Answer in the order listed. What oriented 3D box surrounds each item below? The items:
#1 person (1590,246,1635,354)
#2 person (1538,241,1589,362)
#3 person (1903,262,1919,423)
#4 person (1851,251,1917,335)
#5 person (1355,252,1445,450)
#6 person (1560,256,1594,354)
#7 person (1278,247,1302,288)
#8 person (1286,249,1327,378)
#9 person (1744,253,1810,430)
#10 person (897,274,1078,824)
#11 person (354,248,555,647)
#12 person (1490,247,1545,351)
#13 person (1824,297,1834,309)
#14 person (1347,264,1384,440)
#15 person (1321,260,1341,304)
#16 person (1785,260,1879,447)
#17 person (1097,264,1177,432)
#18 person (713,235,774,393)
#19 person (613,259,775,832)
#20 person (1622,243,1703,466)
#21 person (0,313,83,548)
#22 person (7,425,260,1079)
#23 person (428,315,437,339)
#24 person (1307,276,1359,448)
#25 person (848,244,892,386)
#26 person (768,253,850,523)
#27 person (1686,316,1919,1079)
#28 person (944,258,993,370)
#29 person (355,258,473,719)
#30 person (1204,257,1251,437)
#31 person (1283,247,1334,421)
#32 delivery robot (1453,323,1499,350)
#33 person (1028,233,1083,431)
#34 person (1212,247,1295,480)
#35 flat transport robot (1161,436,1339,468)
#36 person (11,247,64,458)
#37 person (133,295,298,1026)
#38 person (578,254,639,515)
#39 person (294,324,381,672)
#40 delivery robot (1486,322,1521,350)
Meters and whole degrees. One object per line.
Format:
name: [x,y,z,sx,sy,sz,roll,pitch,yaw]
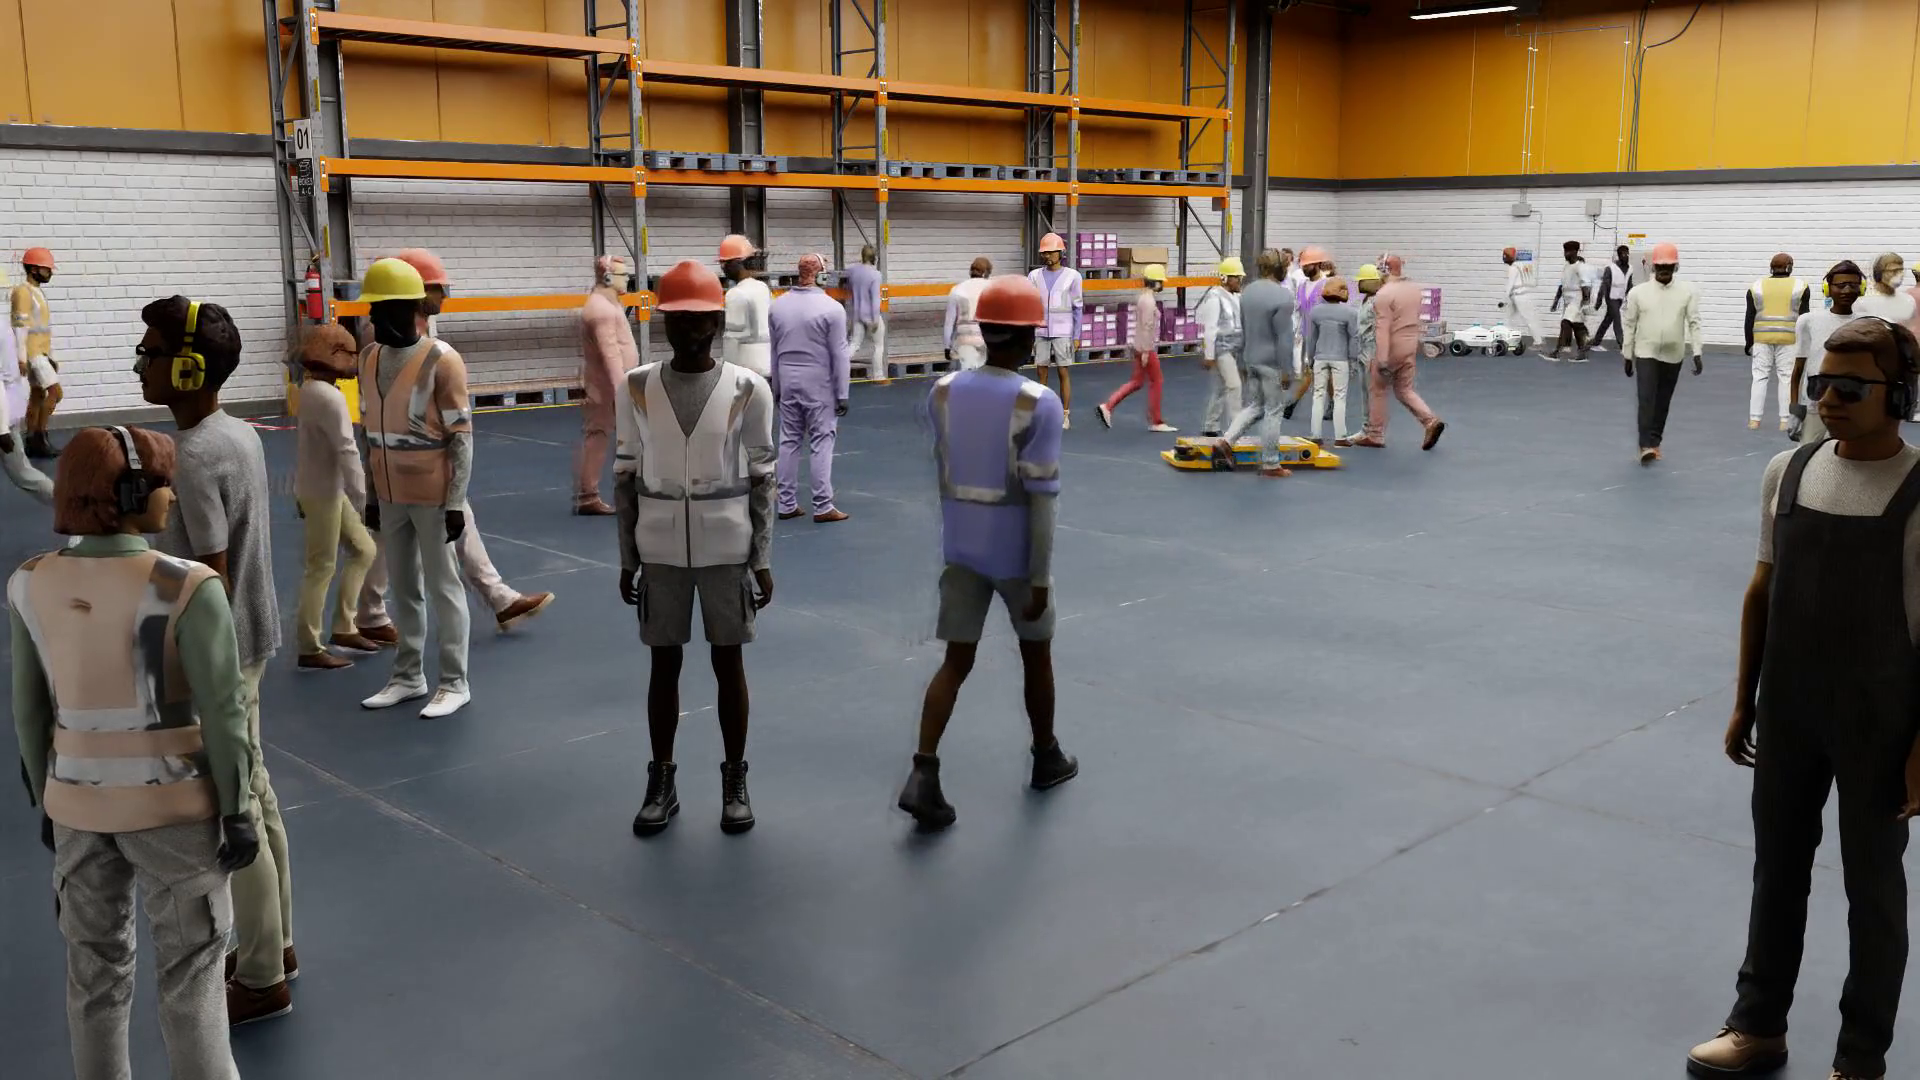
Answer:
person: [11.305,-4.133,28.652,0.670,1.844,1.045,-6,12,-29]
person: [9.613,-3.781,26.447,0.950,1.924,0.611,-1,10,-3]
person: [10.406,-2.160,18.073,0.319,1.767,0.534,-2,11,-10]
person: [7.041,-1.277,12.881,0.637,1.914,0.891,-3,11,-16]
person: [4.158,-1.771,15.694,0.662,1.868,0.803,-8,13,-36]
person: [10.517,-3.994,28.316,0.554,1.669,0.560,-3,11,-15]
person: [5.240,-3.797,26.839,0.558,1.823,0.594,2,11,10]
person: [4.826,-3.144,23.236,0.586,1.856,0.872,2,11,11]
person: [8.516,-2.062,17.353,0.620,1.838,0.430,6,12,31]
person: [0.107,0.030,5.790,0.542,1.901,0.947,6,12,29]
person: [-2.547,-0.437,8.160,1.013,1.945,0.655,-2,11,-10]
person: [9.725,-4.176,29.053,1.116,1.779,0.566,3,11,16]
person: [12.264,-3.016,23.093,0.515,1.636,0.315,2,11,13]
person: [3.967,-1.803,16.192,0.325,1.740,0.492,0,10,-3]
person: [6.263,-3.964,28.359,0.511,1.604,0.730,6,12,31]
person: [5.388,-0.782,10.271,0.521,1.873,0.335,2,11,11]
person: [1.829,-1.965,17.086,0.772,1.730,0.568,0,10,-1]
person: [-1.663,-1.282,12.584,0.590,2.020,0.640,3,11,16]
person: [-0.895,0.034,5.626,0.543,1.942,0.353,0,10,-2]
person: [6.203,-1.630,14.676,0.628,1.938,1.013,2,11,13]
person: [-5.911,-0.792,10.293,0.929,1.892,0.590,-4,11,-20]
person: [-1.722,0.579,3.495,0.515,1.636,0.314,2,11,12]
person: [-5.785,-2.162,17.841,0.323,1.865,0.516,2,11,11]
person: [3.565,-1.699,15.918,0.504,1.631,0.279,7,13,34]
person: [-1.301,-2.971,22.108,0.632,1.915,0.853,9,14,42]
person: [-1.049,-1.074,11.807,0.650,1.899,0.397,6,12,30]
person: [2.007,0.415,3.814,0.345,1.846,0.506,-7,12,-33]
person: [0.145,-2.029,17.300,0.656,1.776,0.940,-2,11,-12]
person: [-2.304,-0.208,6.989,0.589,1.927,0.388,6,12,29]
person: [2.698,-1.838,16.214,0.738,1.806,0.597,6,12,30]
person: [3.785,-2.218,18.058,1.043,1.873,0.544,-4,11,-23]
delivery robot: [8.647,-3.394,27.852,0.707,0.478,0.477,6,12,31]
person: [0.952,-2.141,17.209,0.616,2.041,0.378,4,11,22]
person: [2.473,-1.440,13.719,0.594,1.927,0.631,-5,11,-25]
flat transport robot: [2.535,-0.777,14.612,1.431,0.197,0.652,-1,10,-5]
person: [-8.338,-1.685,15.079,0.515,1.910,0.560,-3,11,-14]
person: [-1.919,0.318,4.264,0.328,1.877,0.513,-3,11,-14]
person: [-2.404,-1.106,12.011,0.844,1.873,0.682,-1,10,-6]
person: [-2.898,-0.192,7.742,0.518,1.615,0.513,-5,12,-27]
delivery robot: [9.120,-3.444,28.123,0.477,0.478,0.707,-6,12,-31]
